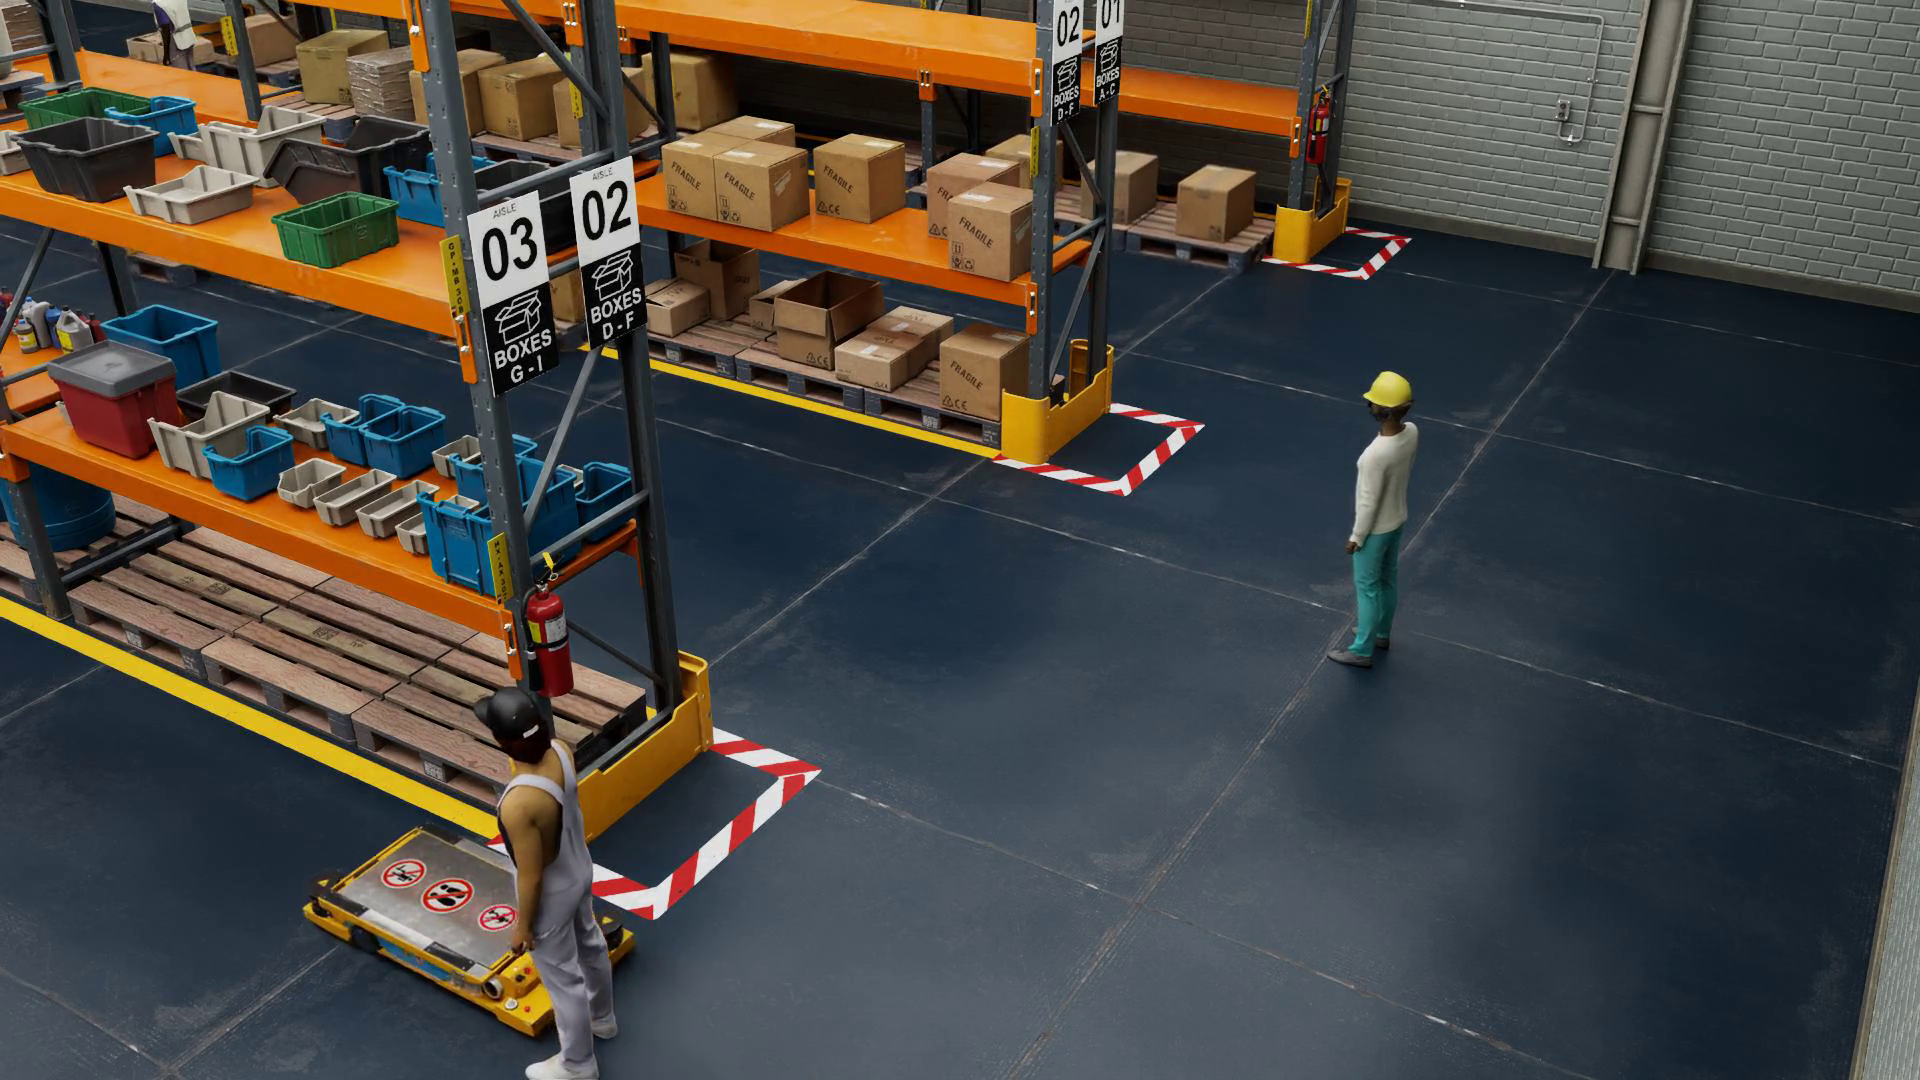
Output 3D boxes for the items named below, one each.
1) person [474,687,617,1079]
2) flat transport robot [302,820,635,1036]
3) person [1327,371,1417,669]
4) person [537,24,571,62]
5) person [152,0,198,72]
[{"bbox_3d":[-1.649,1.364,6.551,0.383,1.861,0.510,6,30,11],"label":"person"},{"bbox_3d":[-2.244,1.719,7.548,1.431,0.231,0.659,16,33,27],"label":"flat transport robot"},{"bbox_3d":[2.315,-0.109,9.291,0.323,1.766,0.531,22,36,33],"label":"person"},{"bbox_3d":[-4.093,-4.460,17.168,0.541,1.695,0.316,6,30,11],"label":"person"},{"bbox_3d":[-9.020,-5.679,19.204,0.390,1.846,0.565,3,29,5],"label":"person"}]
